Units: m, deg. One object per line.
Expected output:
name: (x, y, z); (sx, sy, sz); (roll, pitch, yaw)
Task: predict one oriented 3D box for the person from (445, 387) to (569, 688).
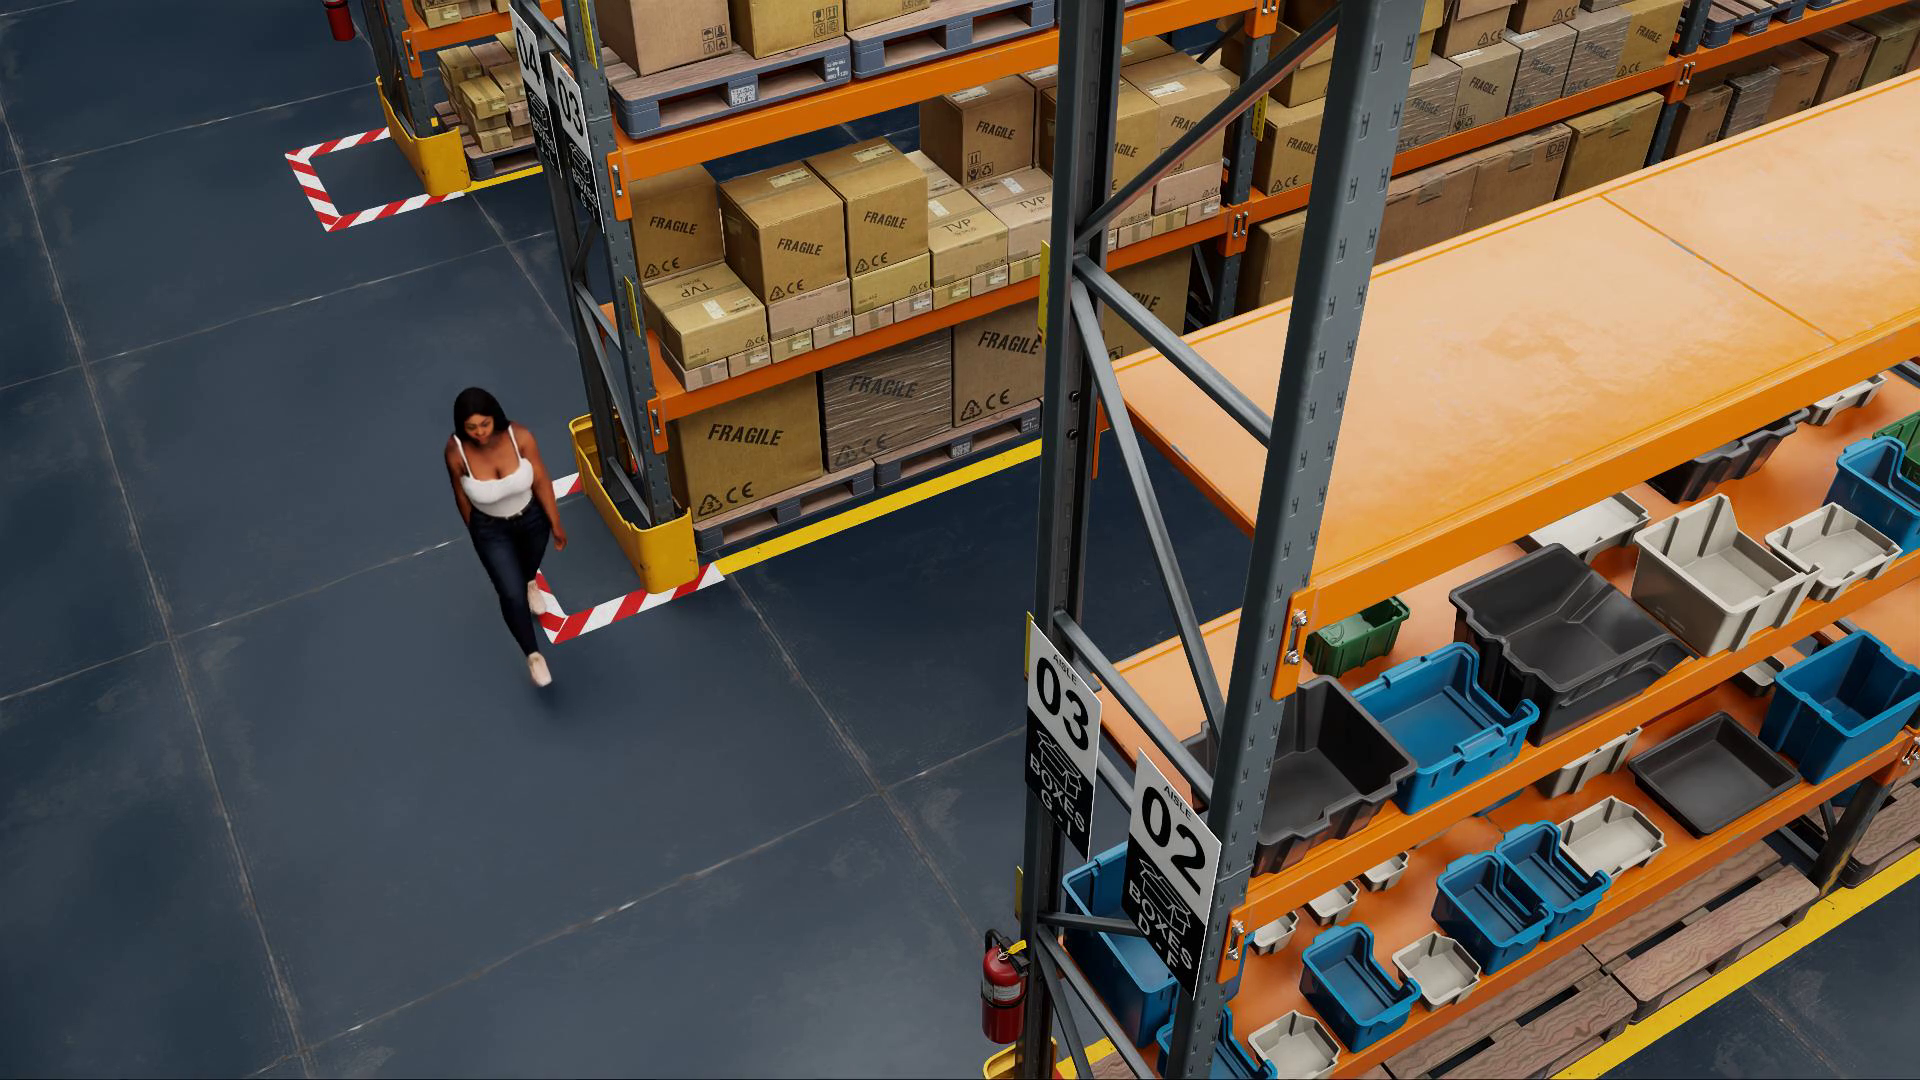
person: (-2.439, -0.146, 8.974); (1.100, 1.765, 0.762); (-18, 46, -18)
